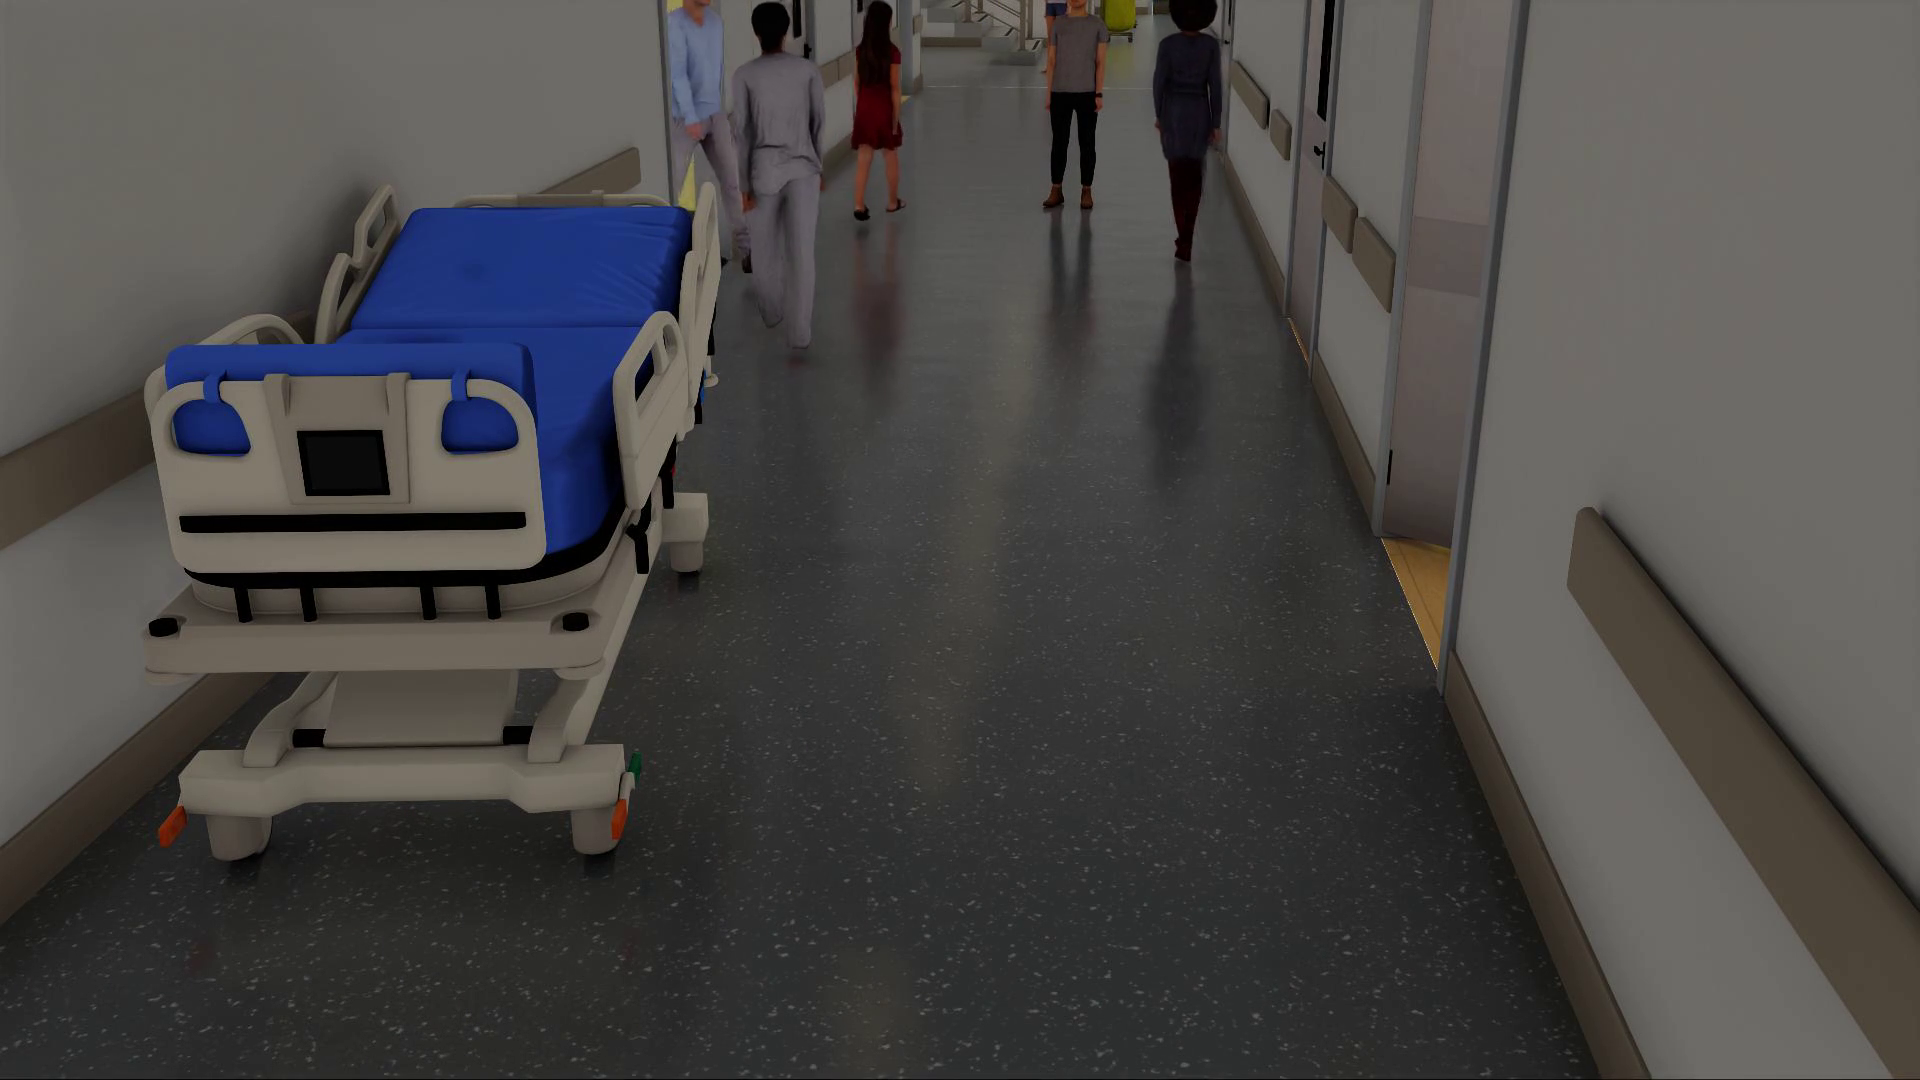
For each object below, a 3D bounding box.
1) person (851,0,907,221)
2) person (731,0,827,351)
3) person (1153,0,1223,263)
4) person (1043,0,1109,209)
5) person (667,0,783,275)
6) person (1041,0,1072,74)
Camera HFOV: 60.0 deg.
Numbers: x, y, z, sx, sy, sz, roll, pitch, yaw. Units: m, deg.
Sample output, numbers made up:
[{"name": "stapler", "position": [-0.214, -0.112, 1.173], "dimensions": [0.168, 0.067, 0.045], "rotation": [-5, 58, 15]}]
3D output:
[{"name": "person", "position": [-0.635, -3.052, 11.956], "dimensions": [1.011, 1.522, 0.718], "rotation": [5, 21, 14]}, {"name": "person", "position": [-0.882, -1.791, 8.396], "dimensions": [1.139, 1.693, 0.870], "rotation": [-3, 21, -8]}, {"name": "person", "position": [1.447, -2.613, 10.573], "dimensions": [0.737, 1.688, 0.699], "rotation": [-1, 21, -3]}, {"name": "person", "position": [0.878, -3.413, 12.635], "dimensions": [0.518, 1.724, 0.698], "rotation": [5, 21, 14]}, {"name": "person", "position": [-1.686, -2.533, 10.142], "dimensions": [1.313, 1.844, 1.109], "rotation": [16, 26, 35]}, {"name": "person", "position": [1.367, -7.377, 23.090], "dimensions": [0.632, 1.733, 0.724], "rotation": [17, 26, 37]}]
